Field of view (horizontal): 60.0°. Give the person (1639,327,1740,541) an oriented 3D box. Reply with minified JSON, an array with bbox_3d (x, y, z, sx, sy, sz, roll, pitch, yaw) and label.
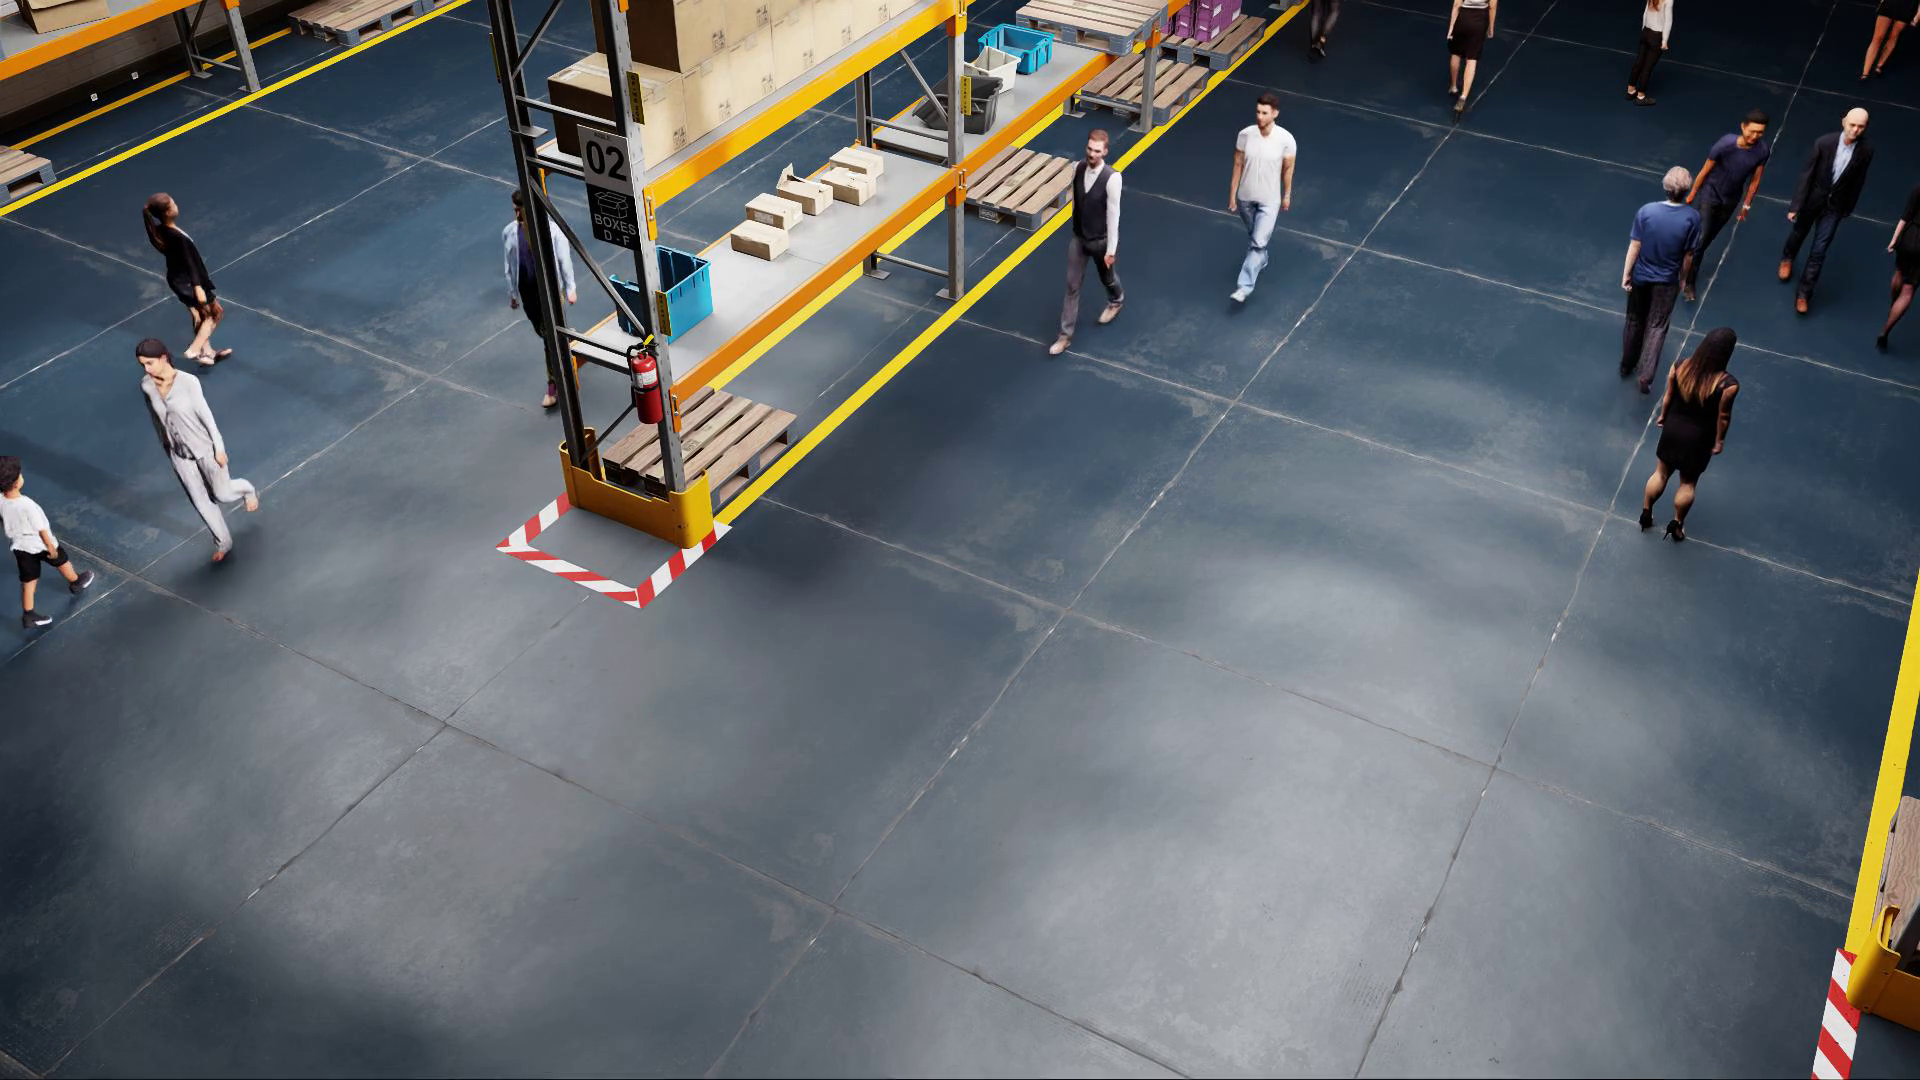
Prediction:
[{"bbox_3d":[5.149,-0.742,11.746,0.699,1.718,0.722,-31,48,-33],"label":"person"}]

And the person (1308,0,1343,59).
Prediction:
[{"bbox_3d":[4.078,-6.198,18.585,0.650,1.709,0.738,17,42,20],"label":"person"}]

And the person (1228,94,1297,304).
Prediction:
[{"bbox_3d":[2.648,-3.036,14.550,0.723,1.804,1.195,22,44,25],"label":"person"}]

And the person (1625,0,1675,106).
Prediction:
[{"bbox_3d":[7.403,-5.392,17.756,0.665,1.484,0.615,-11,40,-14],"label":"person"}]

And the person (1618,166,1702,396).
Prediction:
[{"bbox_3d":[5.512,-2.019,13.250,0.737,1.837,1.041,17,42,20],"label":"person"}]

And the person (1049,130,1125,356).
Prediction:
[{"bbox_3d":[1.174,-2.541,13.854,0.787,1.899,1.287,25,45,28],"label":"person"}]

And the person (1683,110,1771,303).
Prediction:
[{"bbox_3d":[6.638,-3.017,14.575,0.916,1.744,1.065,6,39,7],"label":"person"}]

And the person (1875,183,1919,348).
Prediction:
[{"bbox_3d":[7.953,-2.369,13.827,0.744,1.665,1.099,28,47,31],"label":"person"}]

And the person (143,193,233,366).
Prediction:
[{"bbox_3d":[-6.359,-2.085,13.561,0.602,1.551,0.679,28,47,31],"label":"person"}]

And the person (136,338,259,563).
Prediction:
[{"bbox_3d":[-5.342,-0.697,11.661,0.842,1.755,0.970,-1,39,-2],"label":"person"}]

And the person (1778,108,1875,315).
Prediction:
[{"bbox_3d":[7.500,-2.959,14.484,0.764,1.767,1.216,15,41,18],"label":"person"}]

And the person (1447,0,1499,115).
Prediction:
[{"bbox_3d":[5.365,-5.331,17.487,0.859,1.725,1.140,8,39,10],"label":"person"}]

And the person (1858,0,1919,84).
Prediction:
[{"bbox_3d":[10.298,-5.858,18.201,0.594,1.658,0.889,19,43,23],"label":"person"}]

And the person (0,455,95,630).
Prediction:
[{"bbox_3d":[-6.279,0.039,11.153,0.715,1.238,0.965,5,39,6],"label":"person"}]

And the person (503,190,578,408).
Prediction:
[{"bbox_3d":[-3.305,-2.017,13.292,0.921,1.783,1.207,8,39,10],"label":"person"}]
